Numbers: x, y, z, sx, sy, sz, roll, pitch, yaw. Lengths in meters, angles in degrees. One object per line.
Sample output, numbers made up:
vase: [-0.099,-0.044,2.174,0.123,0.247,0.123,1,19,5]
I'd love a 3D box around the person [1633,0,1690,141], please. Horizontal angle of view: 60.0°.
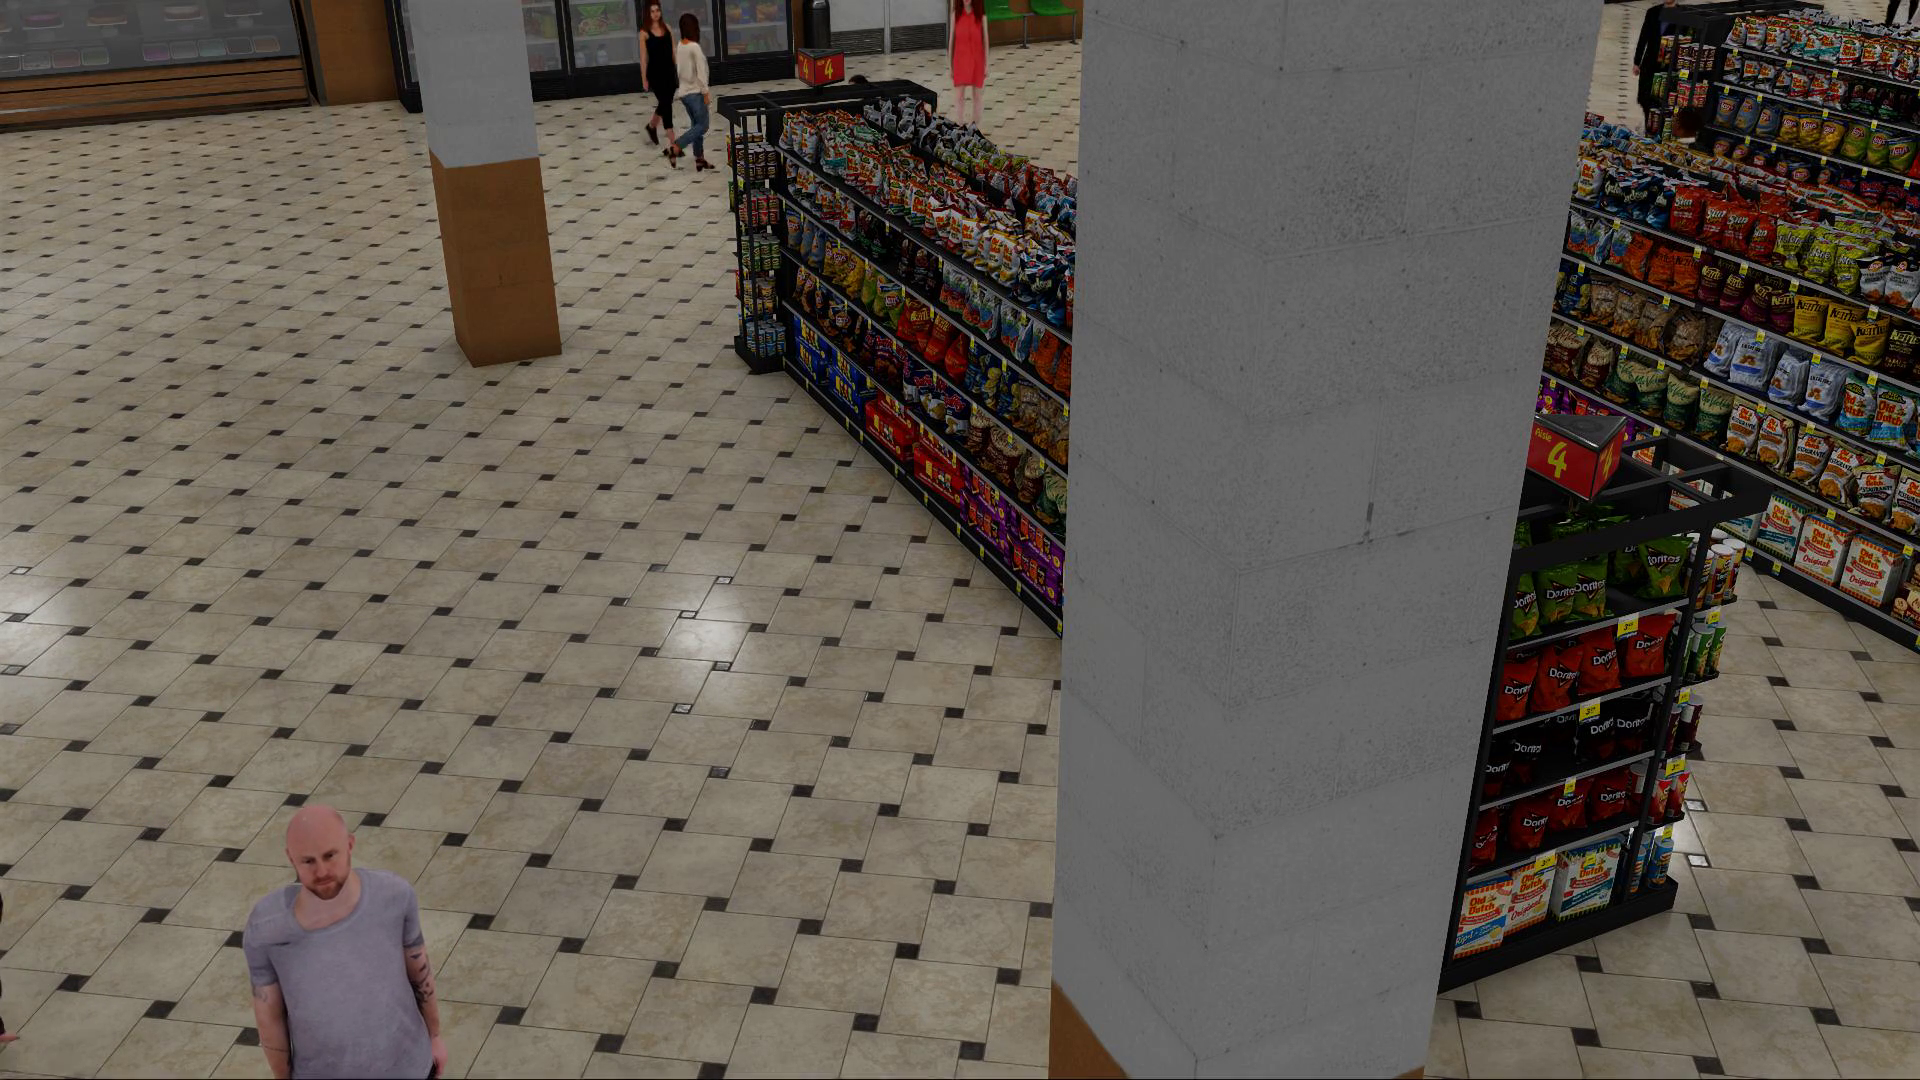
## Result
person: [7.922,-5.385,18.799,1.099,1.861,1.083,17,31,30]

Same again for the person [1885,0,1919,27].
person: [14.270,-8.383,24.881,1.207,1.708,1.009,24,35,38]

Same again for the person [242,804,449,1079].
person: [-1.828,1.584,5.084,0.669,1.838,0.587,-14,30,-25]

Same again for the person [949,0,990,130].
person: [0.107,-5.349,18.769,0.763,1.824,0.824,2,27,3]

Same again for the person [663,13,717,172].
person: [-2.908,-4.723,17.712,0.773,1.665,0.848,-18,32,-31]

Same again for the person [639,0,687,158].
person: [-3.364,-5.152,18.530,0.804,1.689,1.213,-22,34,-36]
